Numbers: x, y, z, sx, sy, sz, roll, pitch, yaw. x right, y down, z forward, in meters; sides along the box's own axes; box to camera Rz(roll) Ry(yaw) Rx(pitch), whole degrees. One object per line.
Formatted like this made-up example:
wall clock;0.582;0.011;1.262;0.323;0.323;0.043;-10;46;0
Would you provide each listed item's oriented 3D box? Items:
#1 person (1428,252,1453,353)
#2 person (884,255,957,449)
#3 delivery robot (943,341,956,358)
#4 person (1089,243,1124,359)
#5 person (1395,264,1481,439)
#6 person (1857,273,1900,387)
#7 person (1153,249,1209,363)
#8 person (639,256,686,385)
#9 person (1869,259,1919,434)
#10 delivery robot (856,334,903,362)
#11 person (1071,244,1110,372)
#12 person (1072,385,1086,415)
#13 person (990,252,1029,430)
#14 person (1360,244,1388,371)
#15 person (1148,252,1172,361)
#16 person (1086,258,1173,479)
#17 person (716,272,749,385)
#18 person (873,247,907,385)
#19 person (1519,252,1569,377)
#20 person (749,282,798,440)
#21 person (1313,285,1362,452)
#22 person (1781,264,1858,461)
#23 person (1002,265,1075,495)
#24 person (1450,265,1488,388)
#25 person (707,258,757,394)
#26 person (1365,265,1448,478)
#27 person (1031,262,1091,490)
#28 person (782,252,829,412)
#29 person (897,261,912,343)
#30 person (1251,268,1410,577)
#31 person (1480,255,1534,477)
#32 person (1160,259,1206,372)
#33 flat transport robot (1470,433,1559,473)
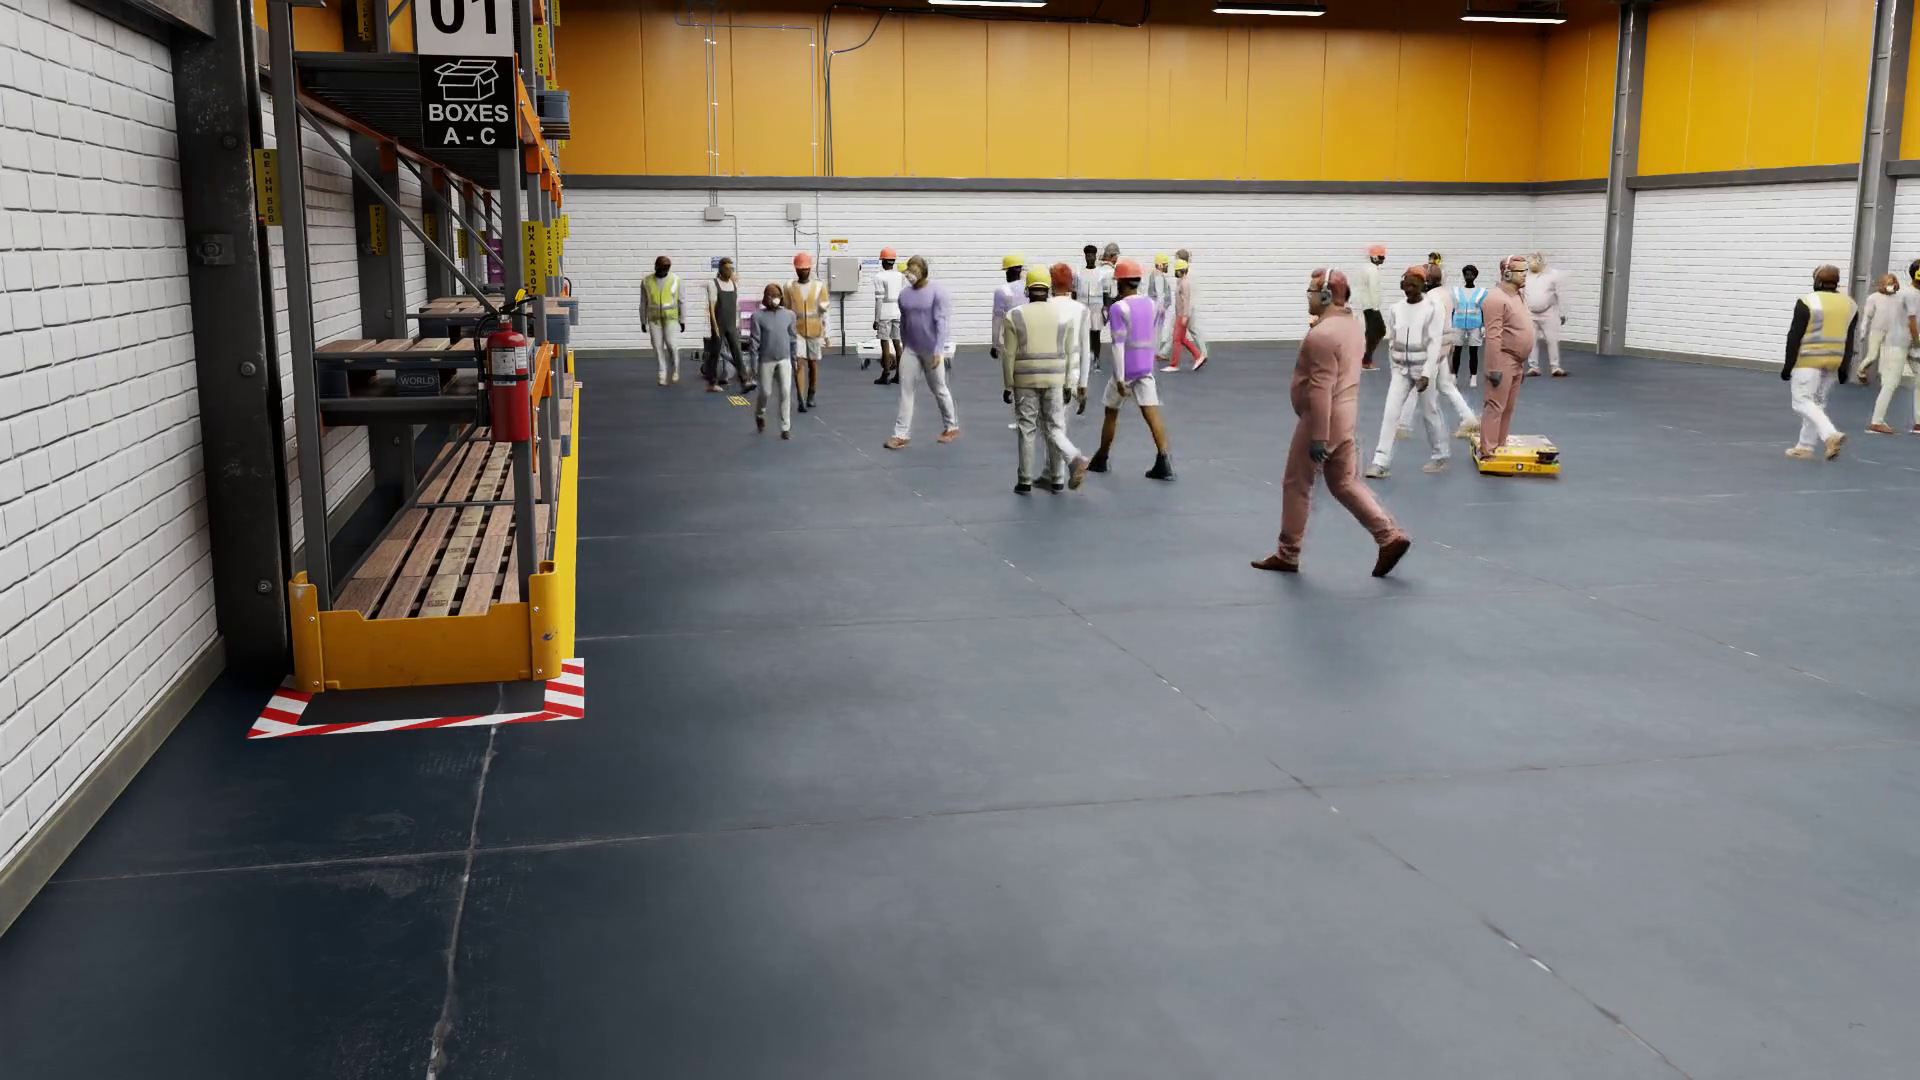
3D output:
person;8.594;-4.273;29.988;0.979;1.831;0.520;-3;11;-18
person;-0.354;-1.854;16.418;0.641;1.899;1.009;7;12;33
delivery robot;-0.428;-3.033;26.369;0.707;0.478;0.477;-5;11;-24
person;2.591;-4.116;28.510;1.047;2.000;0.690;-1;10;-6
person;4.876;-1.926;17.049;0.941;1.809;0.617;7;12;35
person;12.356;-2.782;22.328;0.534;1.603;0.658;2;10;8
person;3.663;-3.850;27.480;1.021;1.882;0.661;2;11;13
person;-4.176;-3.068;23.332;0.649;1.816;0.443;0;10;0
person;9.979;-1.991;17.329;0.823;1.834;0.542;8;13;37
delivery robot;-1.269;-3.010;26.239;0.707;0.478;0.477;4;11;19
person;2.006;-3.581;25.749;0.601;1.967;0.367;2;10;9
person;1.135;-2.170;18.860;0.530;1.624;0.527;9;14;41
person;0.599;-2.130;17.882;0.581;1.903;0.508;-8;13;-37
person;6.470;-3.625;25.967;0.458;1.972;0.647;2;10;11
person;3.371;-3.930;28.068;0.404;1.828;0.600;0;10;-2
person;1.487;-1.474;14.331;0.549;1.891;1.015;-6;12;-32
person;-3.228;-2.960;23.291;0.594;1.616;0.504;5;11;25
person;-1.013;-3.165;23.529;0.551;1.936;0.357;-9;14;-41
person;8.681;-3.348;24.762;0.777;1.865;0.473;6;12;31
person;-1.941;-1.858;17.209;0.508;1.613;0.680;-4;11;-20
person;3.502;-1.557;15.366;0.528;1.667;0.799;-5;11;-26
person;7.906;-1.611;15.242;0.621;1.823;0.760;-3;11;-14
person;0.622;-1.268;13.308;0.591;1.833;0.404;-2;10;-9
person;7.007;-2.945;22.979;0.532;1.696;0.319;4;11;22
person;-3.091;-2.830;22.062;0.515;1.790;0.972;-8;13;-37
person;3.928;-1.450;14.362;0.560;1.835;0.976;9;14;42
person;0.826;-1.296;13.385;0.593;1.863;0.733;-7;12;-34
person;-1.864;-2.508;20.022;0.548;1.904;0.944;-2;10;-8
person;-0.775;-3.760;27.514;0.905;1.689;0.497;1;10;3
person;2.269;-0.703;10.065;0.885;1.878;0.646;7;12;33
person;4.765;-1.513;14.457;0.406;1.911;0.637;8;13;36
person;3.489;-3.472;25.762;0.675;1.740;0.544;1;10;4
flat transport robot;4.993;-0.797;15.026;0.652;0.197;1.431;2;11;13
